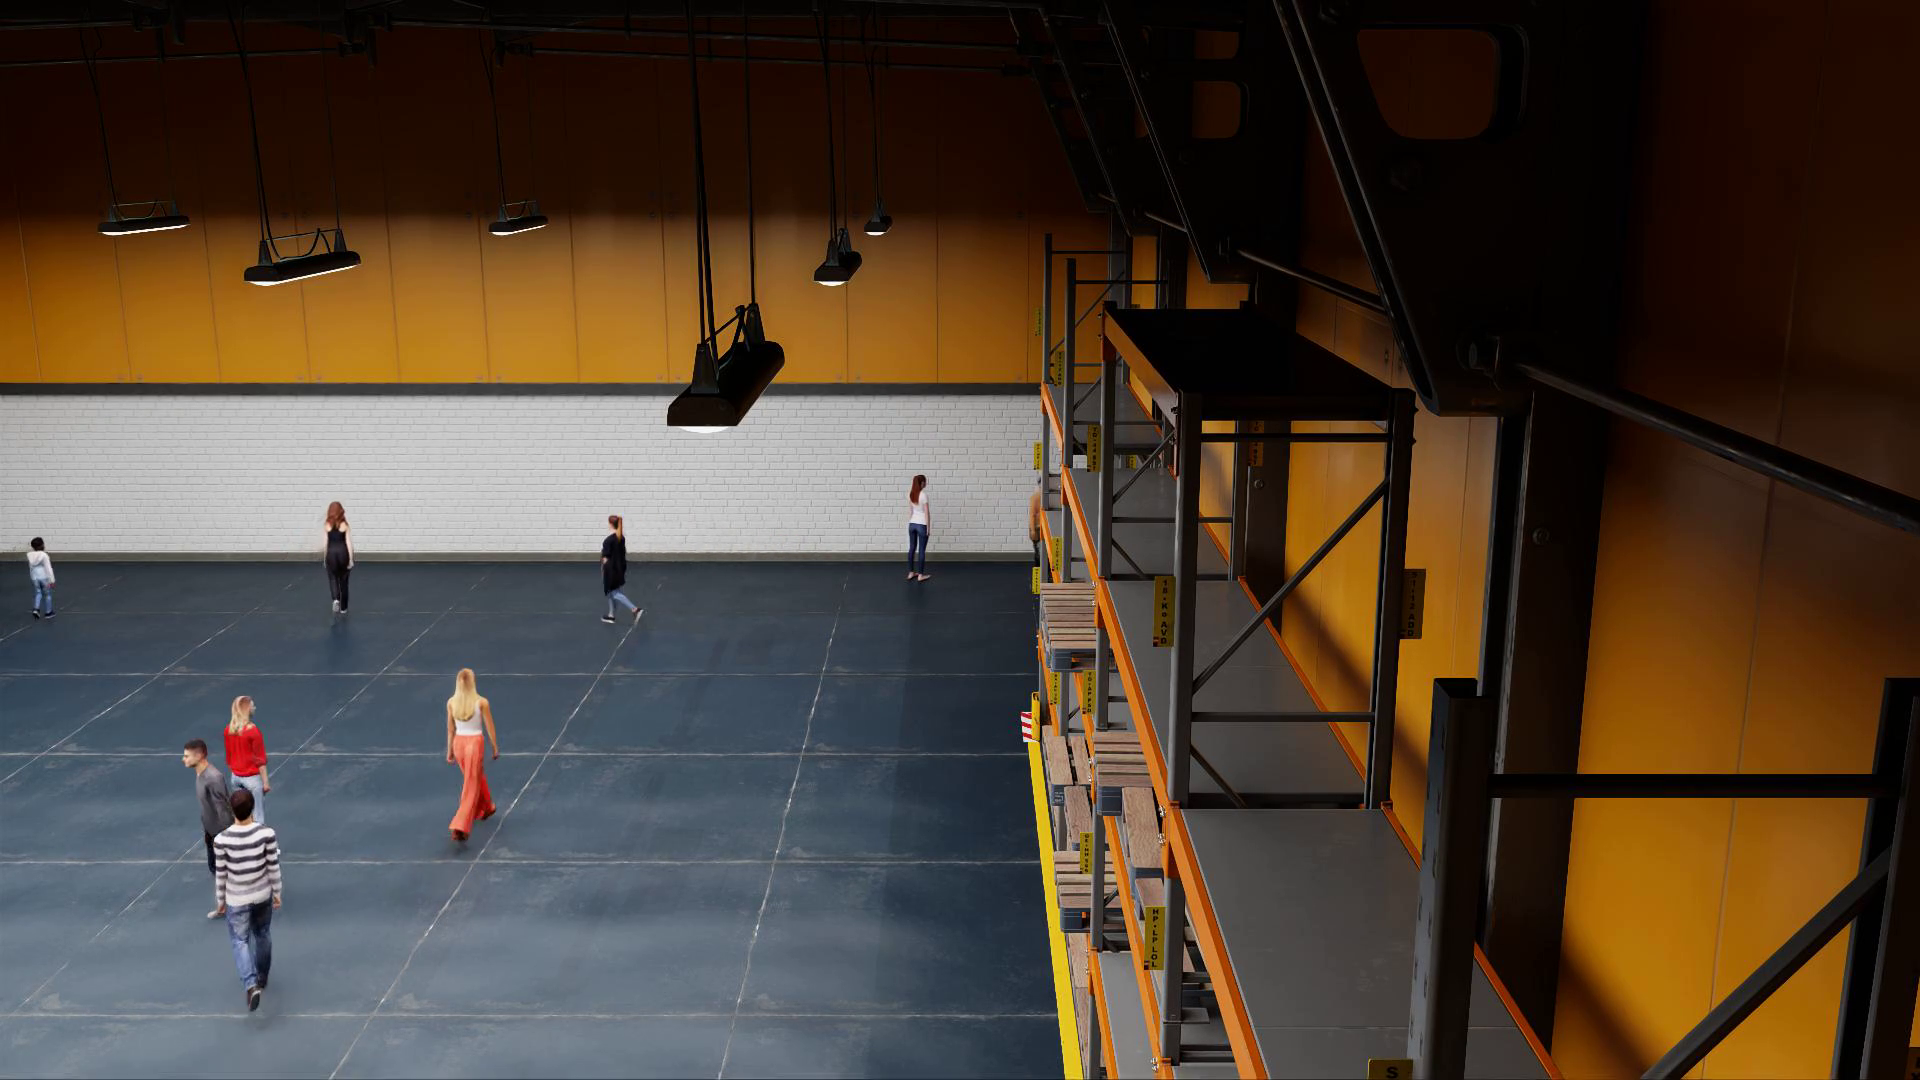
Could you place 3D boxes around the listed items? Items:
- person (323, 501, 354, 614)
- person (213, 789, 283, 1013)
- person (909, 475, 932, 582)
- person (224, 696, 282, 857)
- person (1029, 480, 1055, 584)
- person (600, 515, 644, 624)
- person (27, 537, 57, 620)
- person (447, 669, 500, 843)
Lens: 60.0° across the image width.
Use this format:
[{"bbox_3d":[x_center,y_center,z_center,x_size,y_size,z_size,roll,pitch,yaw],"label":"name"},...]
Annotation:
[{"bbox_3d":[-9.397,0.292,25.085,0.722,1.739,0.893,-3,14,-14],"label":"person"},{"bbox_3d":[-5.882,2.990,13.756,0.984,1.826,1.178,-7,15,-27],"label":"person"},{"bbox_3d":[-0.685,-0.212,27.168,0.640,1.737,0.679,10,17,36],"label":"person"},{"bbox_3d":[-7.087,2.375,16.547,0.676,1.707,0.632,5,14,19],"label":"person"},{"bbox_3d":[1.376,-0.172,27.052,0.739,1.715,0.989,-3,14,-13],"label":"person"},{"bbox_3d":[-5.010,0.473,24.499,0.957,1.662,1.061,6,15,24],"label":"person"},{"bbox_3d":[-13.800,0.584,24.911,0.506,1.252,0.606,1,14,2],"label":"person"},{"bbox_3d":[-5.052,2.238,17.013,0.821,1.754,1.305,3,14,11],"label":"person"}]
